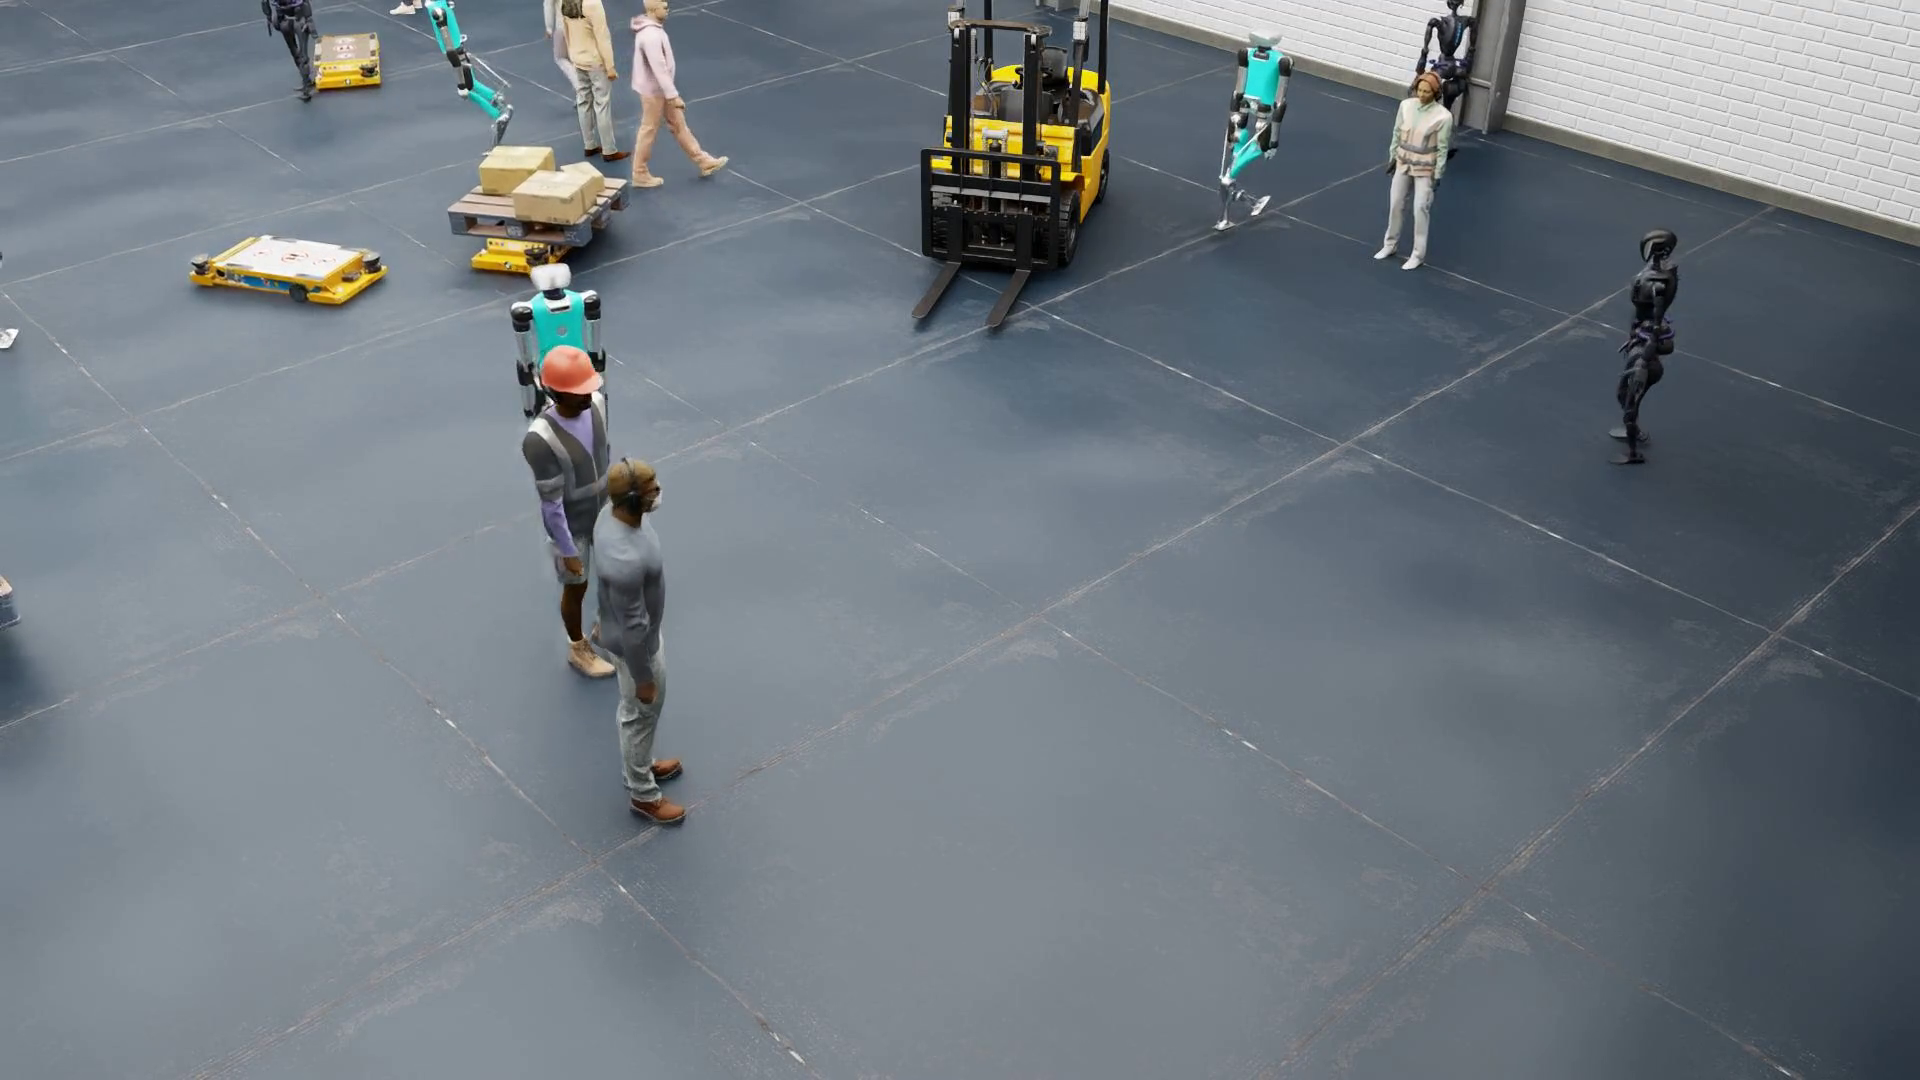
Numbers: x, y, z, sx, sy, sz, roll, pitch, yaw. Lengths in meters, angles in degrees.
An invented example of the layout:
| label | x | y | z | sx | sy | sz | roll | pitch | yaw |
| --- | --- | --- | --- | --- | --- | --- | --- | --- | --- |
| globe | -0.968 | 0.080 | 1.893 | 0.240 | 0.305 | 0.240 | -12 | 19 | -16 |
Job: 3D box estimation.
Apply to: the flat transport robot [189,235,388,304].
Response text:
| label | x | y | z | sx | sy | sz | roll | pitch | yaw |
| --- | --- | --- | --- | --- | --- | --- | --- | --- | --- |
| flat transport robot | -5.484 | -2.214 | 13.575 | 1.431 | 0.231 | 0.659 | 10 | 34 | 15 |

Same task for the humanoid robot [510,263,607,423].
| label | x | y | z | sx | sy | sz | roll | pitch | yaw |
| --- | --- | --- | --- | --- | --- | --- | --- | --- | --- |
| humanoid robot | -2.487 | -0.902 | 10.301 | 0.540 | 1.885 | 0.752 | -15 | 36 | -22 |

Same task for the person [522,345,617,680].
| label | x | y | z | sx | sy | sz | roll | pitch | yaw |
| --- | --- | --- | --- | --- | --- | --- | --- | --- | --- |
| person | -1.969 | -0.114 | 8.746 | 0.538 | 2.027 | 0.615 | 19 | 37 | 26 |

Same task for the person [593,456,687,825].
| label | x | y | z | sx | sy | sz | roll | pitch | yaw |
| --- | --- | --- | --- | --- | --- | --- | --- | --- | --- |
| person | -1.529 | 0.481 | 7.916 | 0.366 | 1.928 | 0.681 | -7 | 34 | -11 |

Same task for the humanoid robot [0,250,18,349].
| label | x | y | z | sx | sy | sz | roll | pitch | yaw |
| --- | --- | --- | --- | --- | --- | --- | --- | --- | --- |
| humanoid robot | -7.191 | -1.973 | 11.898 | 0.551 | 1.763 | 1.026 | -4 | 33 | -7 |

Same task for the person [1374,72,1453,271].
| label | x | y | z | sx | sy | sz | roll | pitch | yaw |
| --- | --- | --- | --- | --- | --- | --- | --- | --- | --- |
| person | 3.719 | -3.008 | 13.550 | 0.314 | 1.629 | 0.523 | -25 | 40 | -33 |

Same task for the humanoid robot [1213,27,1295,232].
| label | x | y | z | sx | sy | sz | roll | pitch | yaw |
| --- | --- | --- | --- | --- | --- | --- | --- | --- | --- |
| humanoid robot | 2.379 | -3.392 | 14.044 | 0.550 | 1.718 | 1.040 | 28 | 43 | 36 |

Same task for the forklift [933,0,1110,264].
| label | x | y | z | sx | sy | sz | roll | pitch | yaw |
| --- | --- | --- | --- | --- | --- | --- | --- | --- | --- |
| forklift | 0.570 | -3.725 | 14.138 | 1.214 | 2.155 | 2.313 | 9 | 34 | 13 |

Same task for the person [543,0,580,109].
| label | x | y | z | sx | sy | sz | roll | pitch | yaw |
| --- | --- | --- | --- | --- | --- | --- | --- | --- | --- |
| person | -3.917 | -5.202 | 16.811 | 0.565 | 1.747 | 0.476 | -22 | 39 | -30 |

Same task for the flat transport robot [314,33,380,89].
| label | x | y | z | sx | sy | sz | roll | pitch | yaw |
| --- | --- | --- | --- | --- | --- | --- | --- | --- | --- |
| flat transport robot | -6.736 | -5.283 | 18.292 | 0.659 | 0.231 | 1.431 | -9 | 34 | -14 |

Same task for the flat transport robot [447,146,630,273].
| label | x | y | z | sx | sy | sz | roll | pitch | yaw |
| --- | --- | --- | --- | --- | --- | --- | --- | --- | --- |
| flat transport robot | -3.567 | -2.659 | 14.260 | 0.659 | 0.231 | 1.431 | 7 | 34 | 11 |

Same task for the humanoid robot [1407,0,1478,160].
| label | x | y | z | sx | sy | sz | roll | pitch | yaw |
| --- | --- | --- | --- | --- | --- | --- | --- | --- | --- |
| humanoid robot | 4.518 | -4.297 | 15.494 | 0.609 | 1.645 | 0.402 | -8 | 34 | -12 |

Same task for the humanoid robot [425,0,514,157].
| label | x | y | z | sx | sy | sz | roll | pitch | yaw |
| --- | --- | --- | --- | --- | --- | --- | --- | --- | --- |
| humanoid robot | -4.465 | -4.318 | 15.495 | 0.761 | 1.812 | 0.535 | -8 | 34 | -12 |

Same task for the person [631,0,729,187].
| label | x | y | z | sx | sy | sz | roll | pitch | yaw |
| --- | --- | --- | --- | --- | --- | --- | --- | --- | --- |
| person | -2.627 | -4.063 | 15.072 | 0.946 | 1.734 | 0.547 | -2 | 33 | -4 |

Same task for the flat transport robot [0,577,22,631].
| label | x | y | z | sx | sy | sz | roll | pitch | yaw |
| --- | --- | --- | --- | --- | --- | --- | --- | --- | --- |
| flat transport robot | -6.013 | 0.576 | 9.287 | 0.659 | 0.231 | 1.431 | -28 | 42 | -36 |

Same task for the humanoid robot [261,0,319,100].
| label | x | y | z | sx | sy | sz | roll | pitch | yaw |
| --- | --- | --- | --- | --- | --- | --- | --- | --- | --- |
| humanoid robot | -6.942 | -5.406 | 17.205 | 0.590 | 1.627 | 0.665 | 7 | 34 | 11 |

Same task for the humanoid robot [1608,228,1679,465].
| label | x | y | z | sx | sy | sz | roll | pitch | yaw |
| --- | --- | --- | --- | --- | --- | --- | --- | --- | --- |
| humanoid robot | 4.470 | -1.244 | 10.808 | 0.410 | 1.639 | 0.622 | 6 | 33 | 8 |

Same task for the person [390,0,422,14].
| label | x | y | z | sx | sy | sz | roll | pitch | yaw |
| --- | --- | --- | --- | --- | --- | --- | --- | --- | --- |
| person | -6.723 | -7.245 | 19.843 | 0.410 | 1.868 | 0.802 | 4 | 33 | 7 |

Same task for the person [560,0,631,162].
| label | x | y | z | sx | sy | sz | roll | pitch | yaw |
| --- | --- | --- | --- | --- | --- | --- | --- | --- | --- |
| person | -3.469 | -4.492 | 15.607 | 0.553 | 1.876 | 0.403 | 23 | 40 | 31 |
